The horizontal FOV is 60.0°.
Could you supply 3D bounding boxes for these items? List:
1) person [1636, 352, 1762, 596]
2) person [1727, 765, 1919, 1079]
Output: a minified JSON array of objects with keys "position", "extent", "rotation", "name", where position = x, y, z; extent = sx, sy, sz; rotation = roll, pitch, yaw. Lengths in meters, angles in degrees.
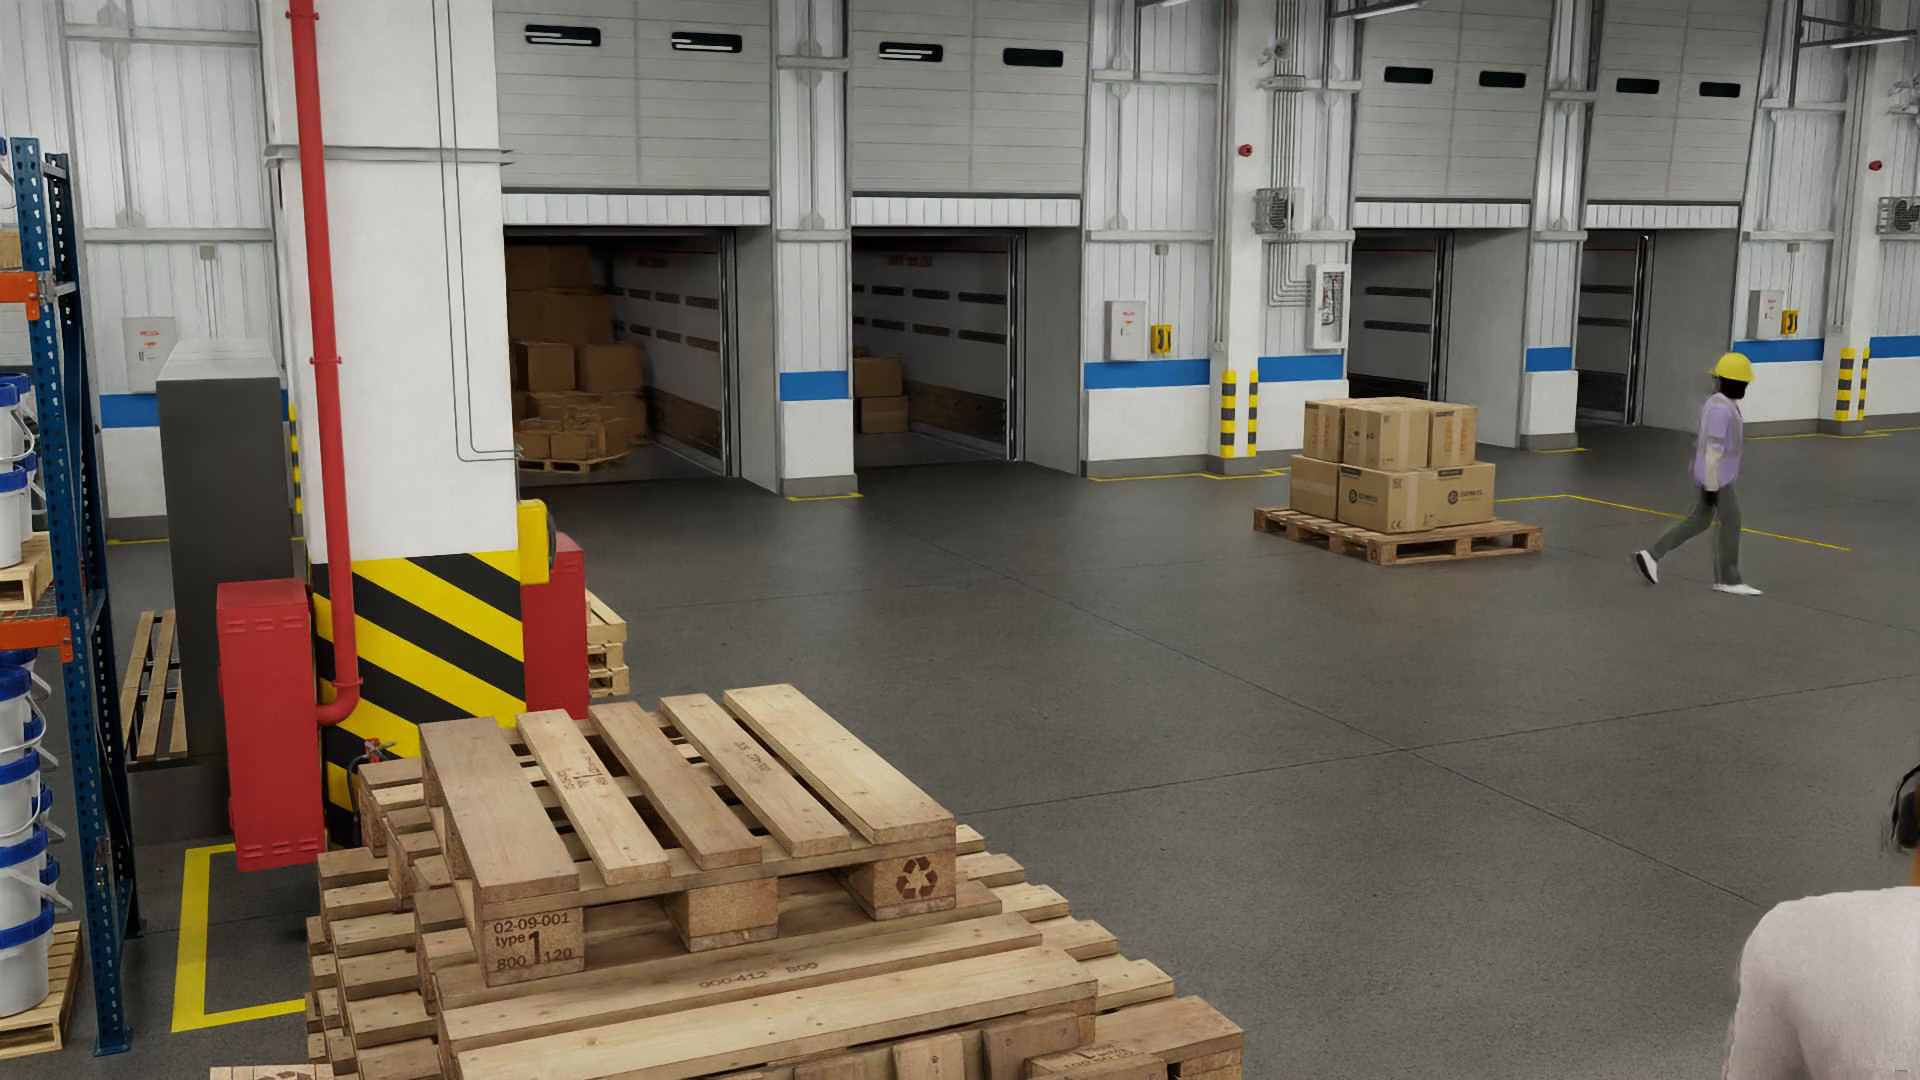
[{"position":[5.724,-0.512,12.771],"extent":[0.857,1.884,0.621],"rotation":[4,11,23],"name":"person"},{"position":[1.670,1.271,2.889],"extent":[0.678,1.904,0.721],"rotation":[8,13,37],"name":"person"}]
